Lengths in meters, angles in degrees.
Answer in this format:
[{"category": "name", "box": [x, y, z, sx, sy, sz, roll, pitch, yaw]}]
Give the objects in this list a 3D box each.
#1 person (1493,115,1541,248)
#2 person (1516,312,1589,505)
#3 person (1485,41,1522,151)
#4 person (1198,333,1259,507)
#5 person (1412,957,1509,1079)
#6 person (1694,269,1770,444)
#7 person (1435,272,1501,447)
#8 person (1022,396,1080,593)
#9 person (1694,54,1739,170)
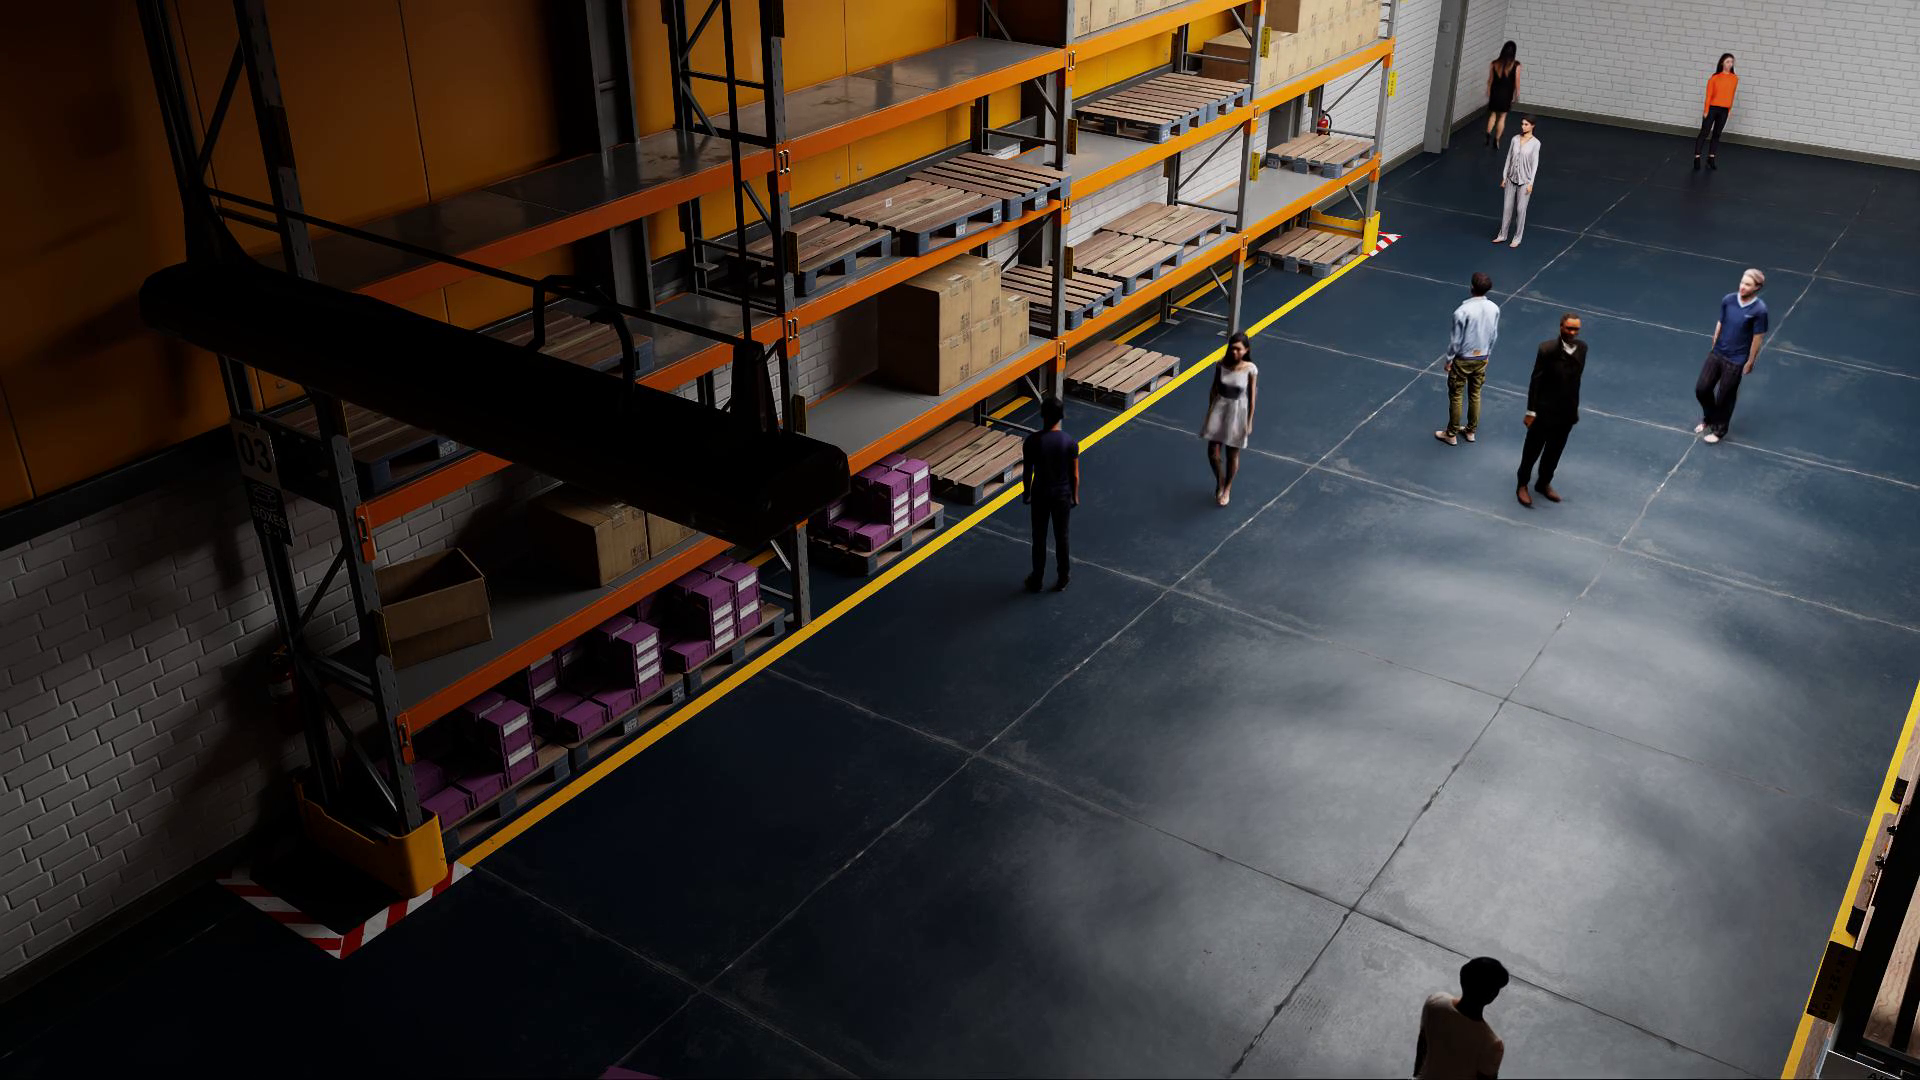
[{"category": "person", "box": [7.554, -4.856, 22.447, 0.626, 1.773, 0.573, 25, 37, 38]}, {"category": "person", "box": [5.614, -1.262, 15.723, 0.783, 1.904, 0.857, -6, 29, -12]}, {"category": "person", "box": [8.634, -7.064, 26.564, 0.653, 1.707, 0.608, 18, 33, 29]}, {"category": "person", "box": [2.567, -1.151, 15.669, 0.722, 1.761, 0.790, 11, 31, 20]}, {"category": "person", "box": [2.473, 2.809, 8.457, 0.681, 1.715, 0.708, -20, 34, -32]}, {"category": "person", "box": [7.880, -1.884, 16.907, 0.738, 1.861, 0.760, -20, 34, -32]}, {"category": "person", "box": [5.172, -1.843, 16.884, 0.718, 1.812, 0.818, -9, 30, -16]}, {"category": "person", "box": [0.775, -0.387, 14.234, 0.722, 1.793, 0.734, 0, 29, 0]}, {"category": "person", "box": [11.703, -6.634, 25.735, 0.713, 1.746, 0.759, -3, 29, -5]}]
